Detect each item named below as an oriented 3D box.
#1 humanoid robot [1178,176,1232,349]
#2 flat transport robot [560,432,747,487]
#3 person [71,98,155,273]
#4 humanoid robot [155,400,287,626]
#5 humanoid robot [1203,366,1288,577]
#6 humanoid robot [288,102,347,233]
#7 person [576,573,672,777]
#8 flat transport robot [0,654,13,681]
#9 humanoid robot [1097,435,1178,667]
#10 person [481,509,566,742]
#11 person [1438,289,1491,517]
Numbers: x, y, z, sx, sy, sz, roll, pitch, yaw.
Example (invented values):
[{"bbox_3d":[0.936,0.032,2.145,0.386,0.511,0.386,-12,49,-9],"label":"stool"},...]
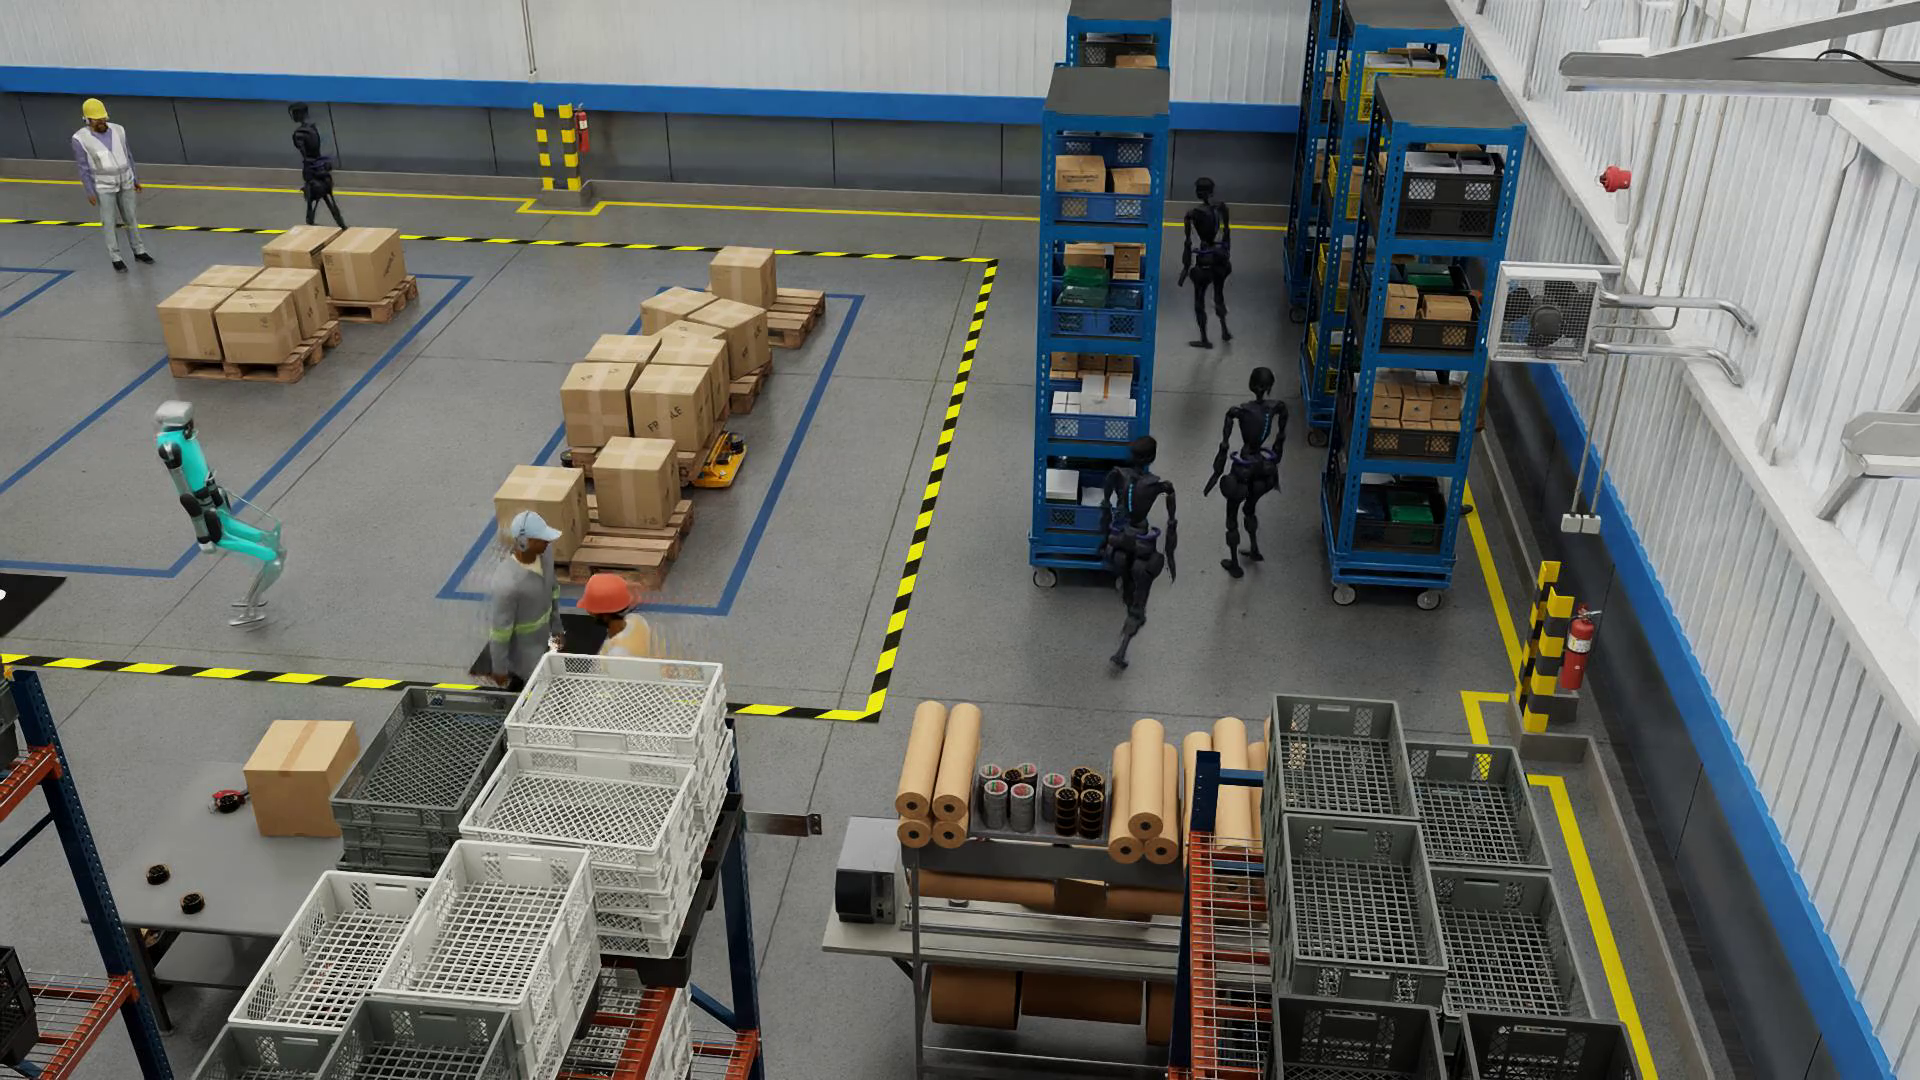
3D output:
[{"bbox_3d":[2.372,-2.622,15.781,0.592,1.646,0.411,-18,35,-28],"label":"humanoid robot"},{"bbox_3d":[-2.554,-0.707,13.861,1.431,0.197,0.652,3,30,6],"label":"flat transport robot"},{"bbox_3d":[-8.949,-3.760,17.576,0.404,1.829,0.599,20,36,30],"label":"person"},{"bbox_3d":[-4.975,-0.197,11.419,0.735,1.677,0.533,-6,31,-10],"label":"humanoid robot"},{"bbox_3d":[2.066,-0.506,12.142,0.608,1.652,0.383,-13,33,-21],"label":"humanoid robot"},{"bbox_3d":[-7.048,-3.947,18.074,0.713,1.630,0.604,-2,30,-3],"label":"humanoid robot"},{"bbox_3d":[-1.828,1.002,9.341,0.978,1.894,0.558,5,31,8],"label":"person"},{"bbox_3d":[-7.142,0.969,11.010,1.431,0.231,0.659,3,30,6],"label":"flat transport robot"},{"bbox_3d":[1.152,0.055,11.224,0.602,1.644,0.748,18,35,28],"label":"humanoid robot"},{"bbox_3d":[-2.661,0.610,10.102,0.882,1.809,0.588,4,30,7],"label":"person"},{"bbox_3d":[3.833,-1.054,12.912,0.390,1.849,0.564,-19,35,-30],"label":"person"}]
